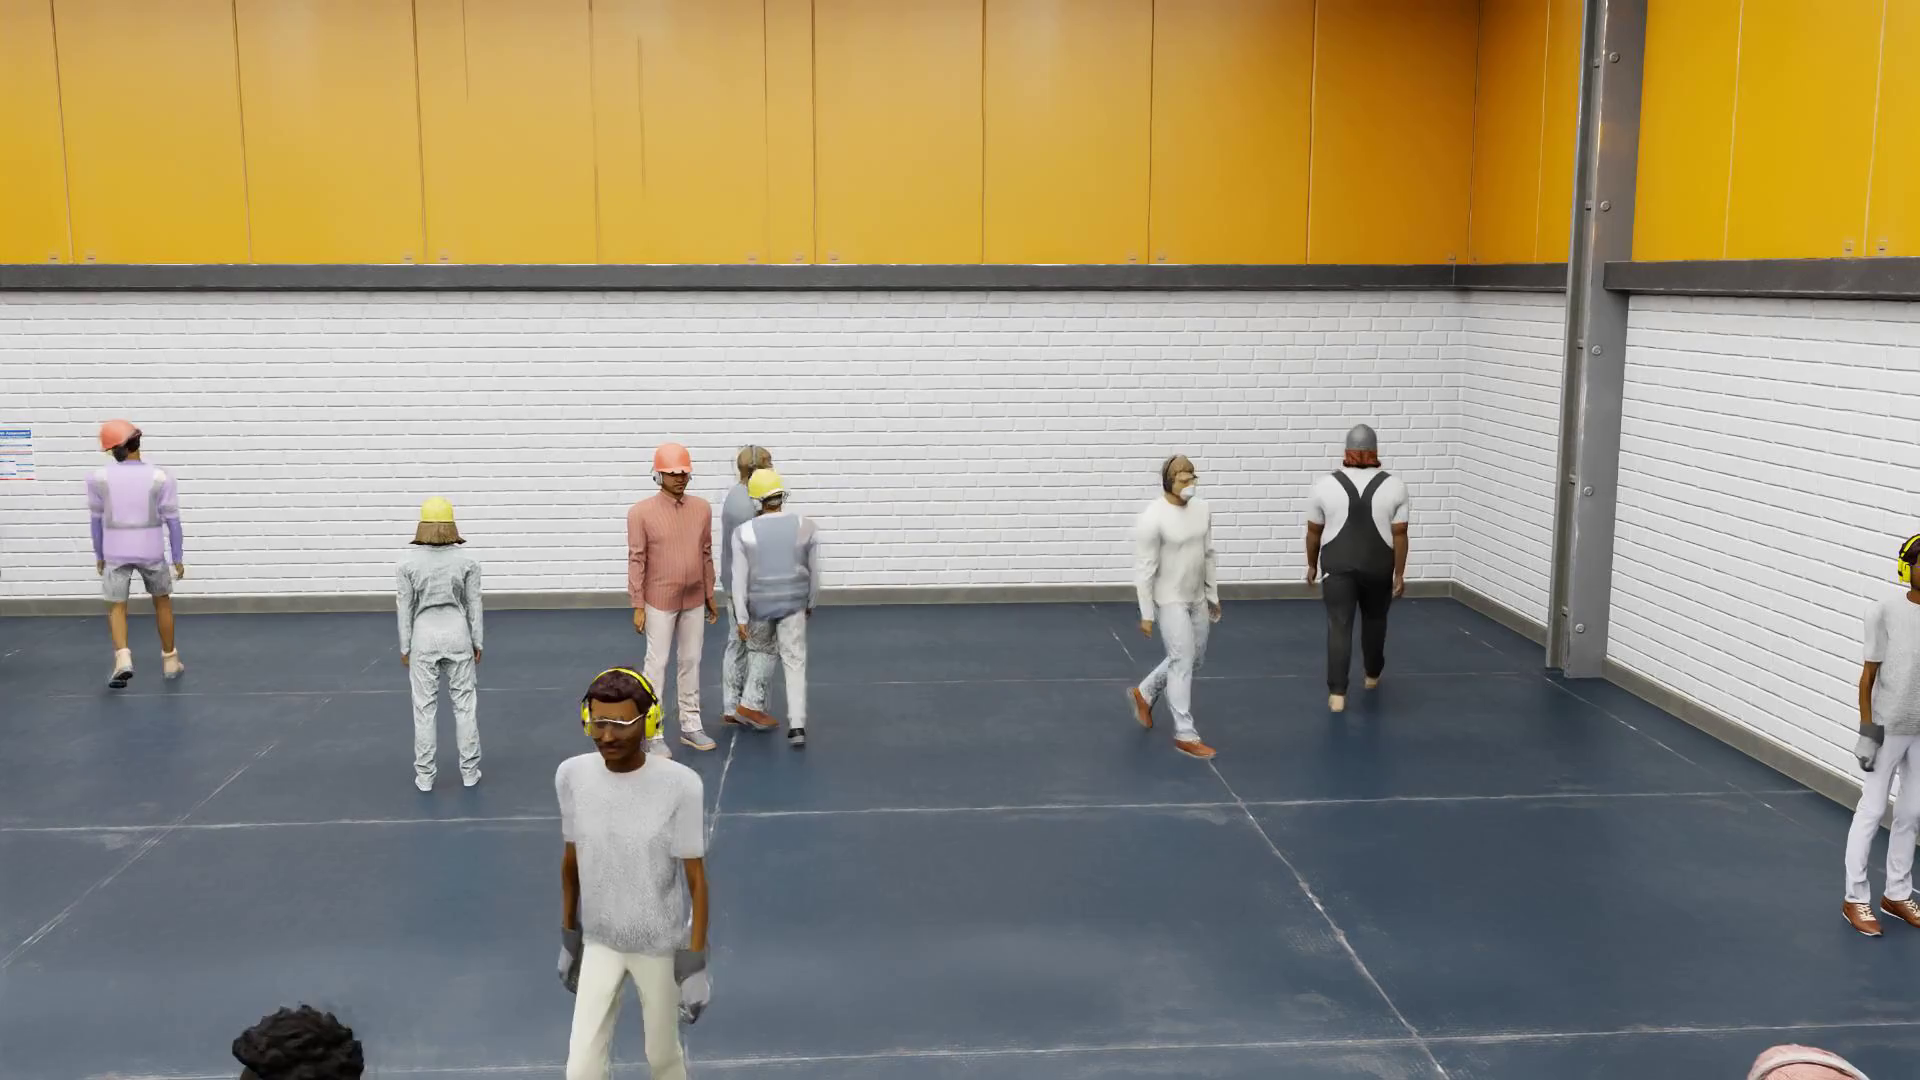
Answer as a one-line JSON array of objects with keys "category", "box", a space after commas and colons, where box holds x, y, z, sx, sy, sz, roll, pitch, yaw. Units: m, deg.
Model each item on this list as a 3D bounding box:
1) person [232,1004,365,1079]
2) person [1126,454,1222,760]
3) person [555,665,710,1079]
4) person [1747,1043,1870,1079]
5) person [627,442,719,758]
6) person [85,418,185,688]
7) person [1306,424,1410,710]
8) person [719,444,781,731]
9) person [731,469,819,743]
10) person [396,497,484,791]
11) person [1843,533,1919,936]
[{"category": "person", "box": [-1.221, 1.698, 3.163, 0.538, 1.684, 0.370, 9, 13, 44]}, {"category": "person", "box": [1.361, 0.393, 10.637, 0.823, 1.917, 0.650, 9, 13, 44]}, {"category": "person", "box": [-1.047, 1.306, 5.149, 0.559, 1.838, 0.808, 2, 9, 10]}, {"category": "person", "box": [1.244, 1.684, 2.568, 0.652, 1.904, 0.403, 3, 10, 21]}, {"category": "person", "box": [-1.799, 0.375, 10.505, 0.623, 1.993, 0.384, -8, 12, -41]}, {"category": "person", "box": [-6.051, 0.095, 12.250, 0.626, 1.999, 0.729, -4, 10, -21]}, {"category": "person", "box": [2.823, 0.137, 11.855, 0.702, 2.000, 1.037, 2, 9, 14]}, {"category": "person", "box": [-1.376, 0.323, 11.059, 0.508, 1.920, 0.629, -2, 9, -15]}, {"category": "person", "box": [-1.205, 0.420, 10.885, 0.588, 1.782, 0.895, -2, 9, -14]}, {"category": "person", "box": [-3.069, 0.609, 9.854, 0.480, 1.736, 0.324, -4, 10, -22]}, {"category": "person", "box": [4.382, 0.894, 7.672, 0.521, 1.862, 0.335, -1, 9, -8]}]
